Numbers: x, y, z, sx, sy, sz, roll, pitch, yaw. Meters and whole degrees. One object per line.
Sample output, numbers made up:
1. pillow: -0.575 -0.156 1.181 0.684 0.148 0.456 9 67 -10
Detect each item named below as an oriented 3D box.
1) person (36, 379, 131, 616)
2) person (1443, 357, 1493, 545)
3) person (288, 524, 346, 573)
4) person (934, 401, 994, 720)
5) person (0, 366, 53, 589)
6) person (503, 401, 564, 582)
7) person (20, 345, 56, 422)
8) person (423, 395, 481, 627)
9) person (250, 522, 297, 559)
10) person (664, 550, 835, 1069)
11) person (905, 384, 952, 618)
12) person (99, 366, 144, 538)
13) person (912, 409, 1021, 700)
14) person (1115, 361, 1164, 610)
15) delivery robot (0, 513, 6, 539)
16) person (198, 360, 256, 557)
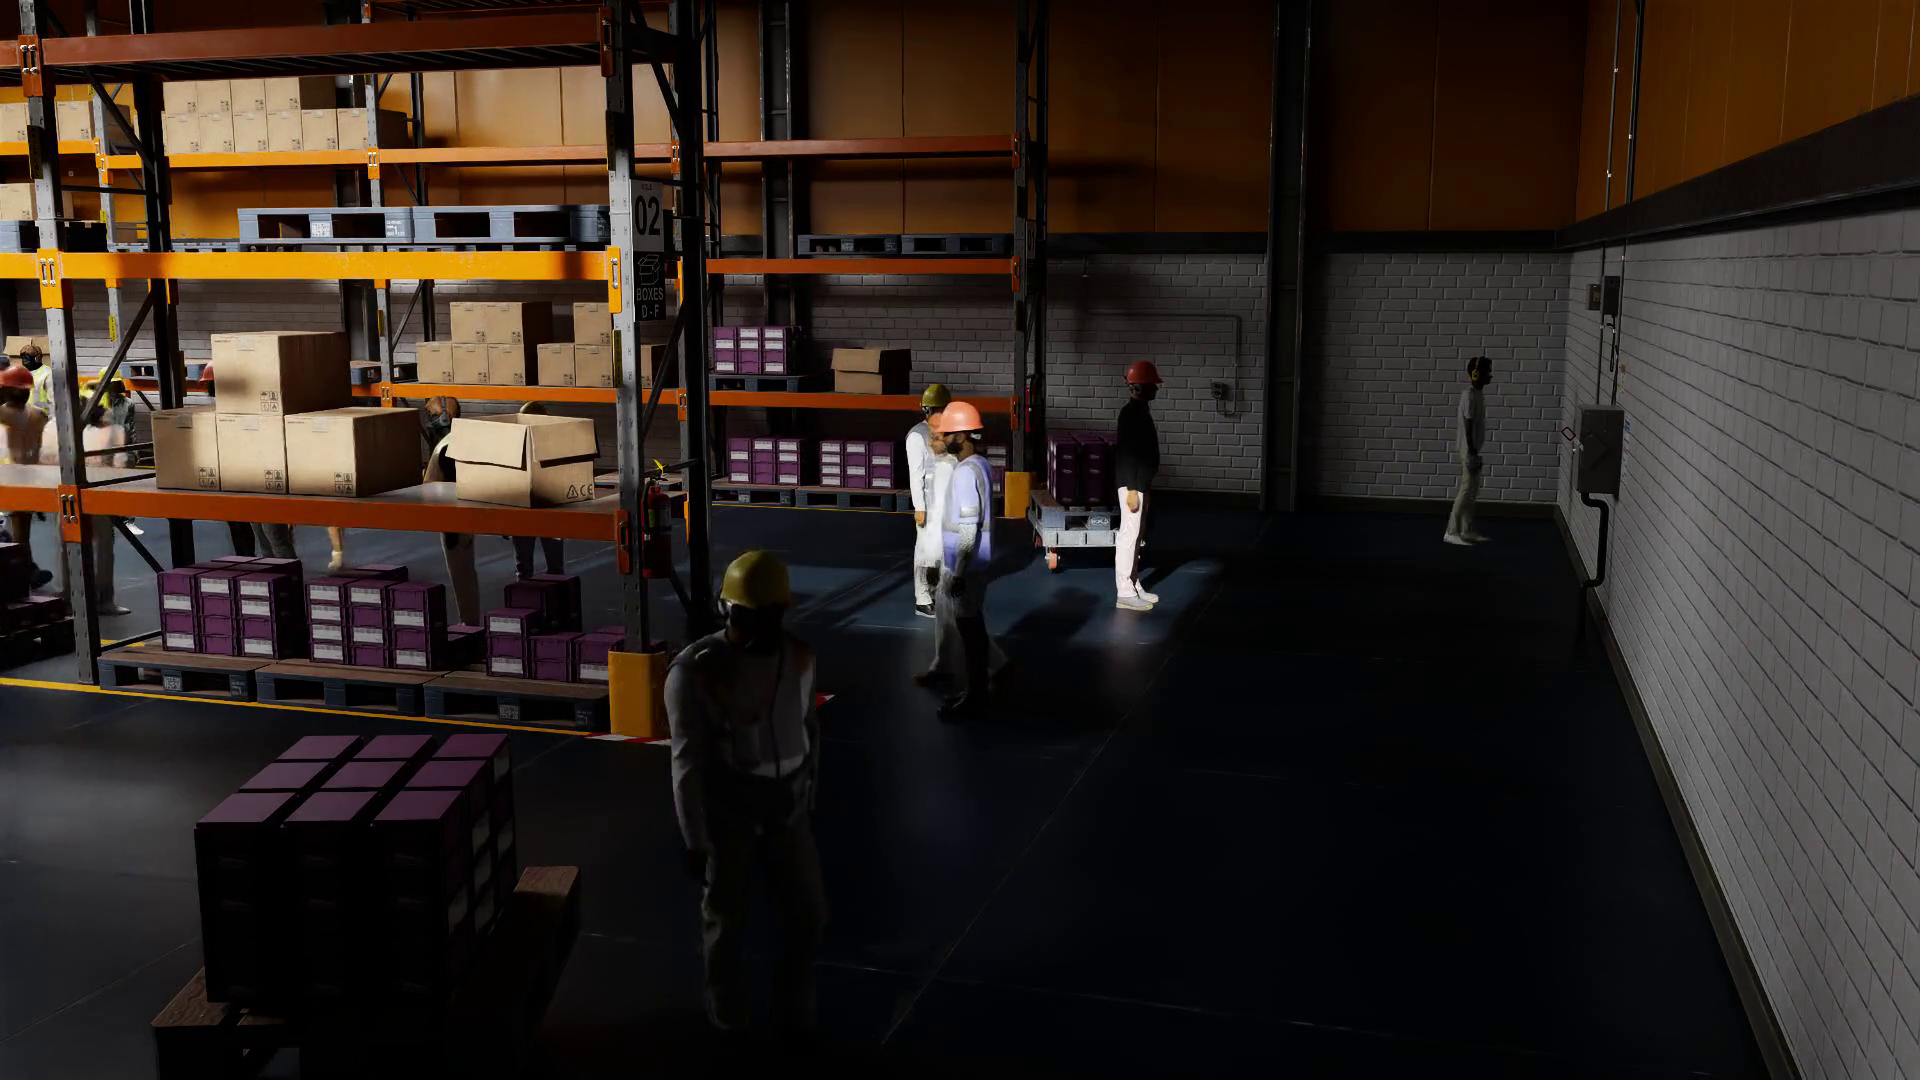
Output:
1. person: -6.872 -0.304 12.935 0.758 1.879 0.399 -5 10 -26
2. person: 5.079 -0.879 16.526 0.451 1.869 0.590 4 10 24
3. person: -5.919 -0.675 14.926 0.898 1.984 0.635 4 10 23
4. person: 0.018 0.125 10.120 0.364 1.934 0.553 2 9 10
5. person: -7.965 -0.524 14.189 0.975 1.891 0.568 7 12 36
6. person: -3.116 -0.138 12.250 0.530 1.765 0.325 -2 9 -11
7. person: -10.926 -1.393 19.706 0.625 1.837 0.428 4 10 24
8. person: -3.650 -0.127 11.975 0.430 1.835 0.619 -3 10 -16
9. person: -5.520 -0.387 13.232 0.637 1.938 0.357 9 13 43
10. person: -0.677 0.932 5.597 0.614 1.808 0.606 -7 11 -35
11. person: -0.179 -0.314 13.108 0.404 1.832 0.599 5 11 30
12. person: -8.587 -0.893 16.915 0.296 1.744 0.488 7 11 35
13. person: 0.044 0.081 10.643 0.803 1.857 0.657 3 10 18
14. person: 1.437 -0.444 13.409 0.381 1.996 0.608 3 10 18
15. delivery robot: -9.347 -0.122 15.542 0.707 0.478 0.477 -3 10 -17
16. person: -6.416 -0.603 14.552 0.373 1.934 0.551 -1 9 -5
